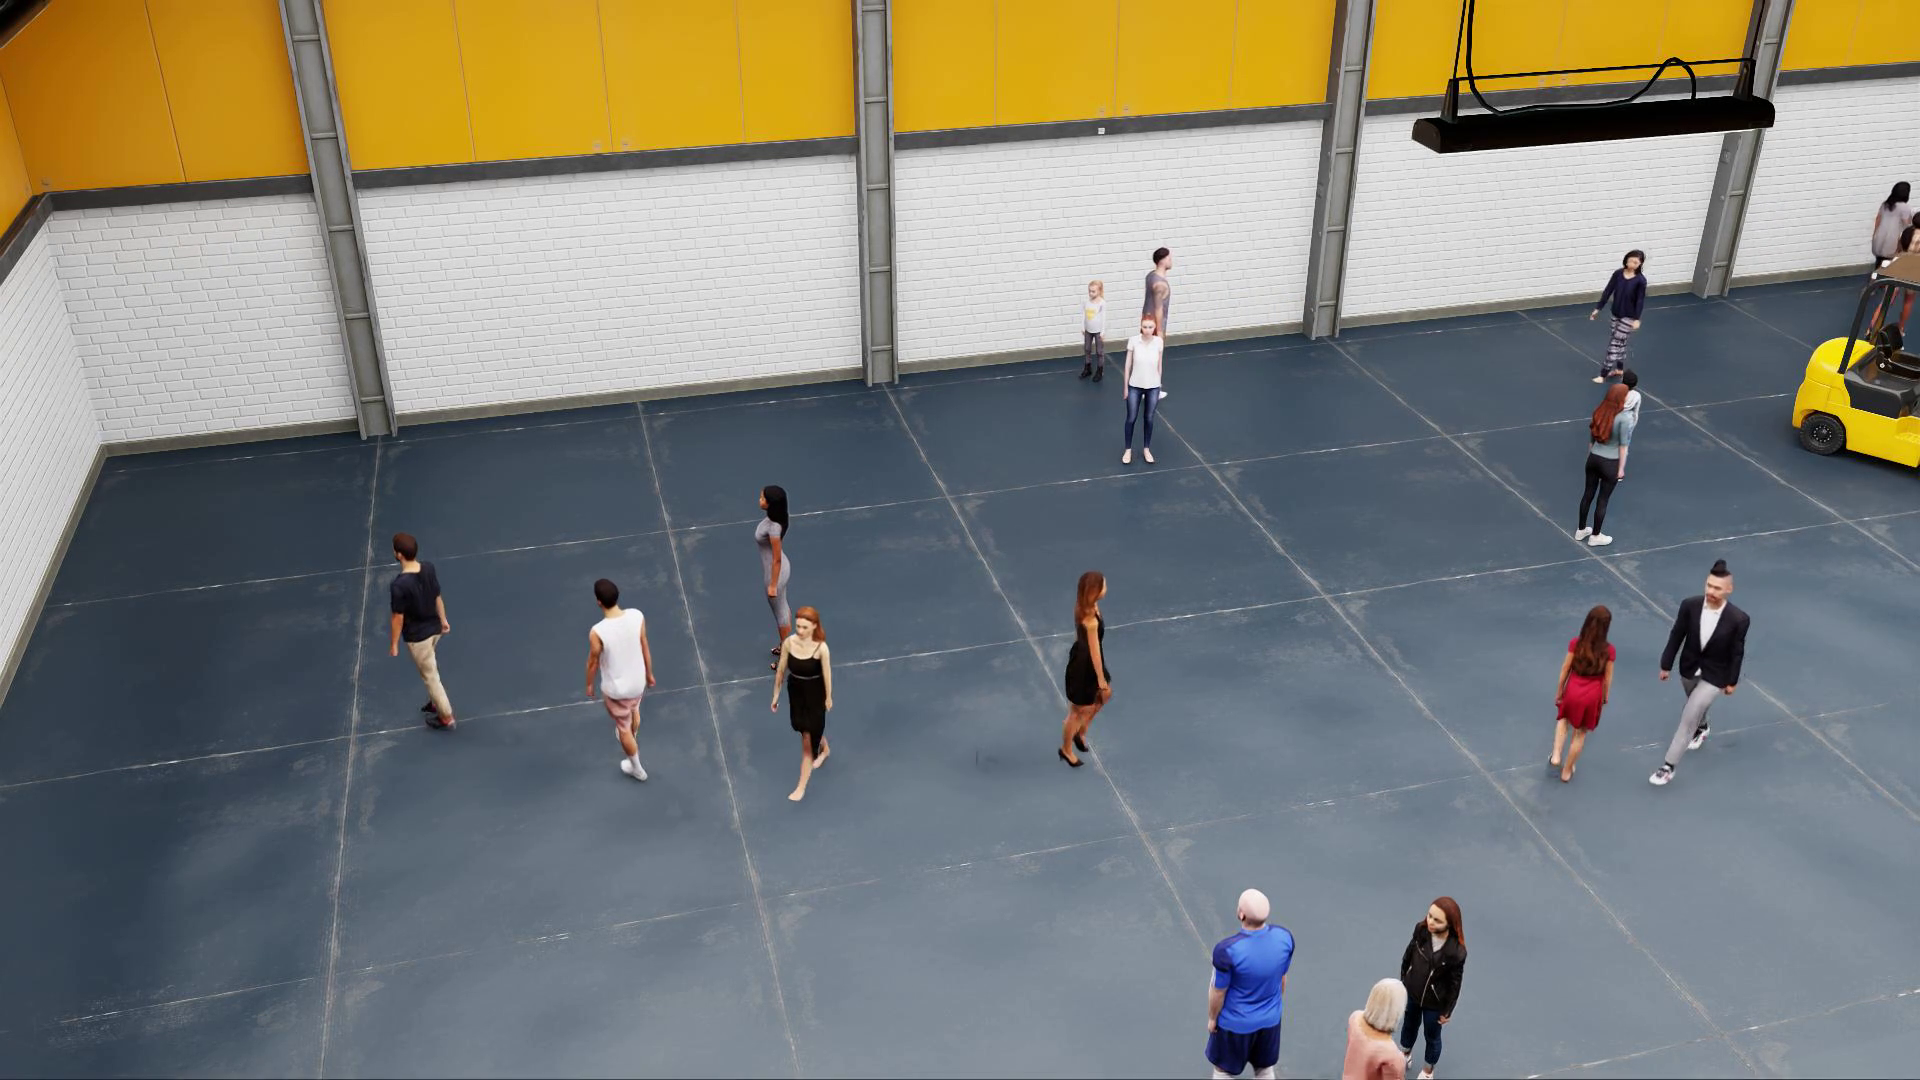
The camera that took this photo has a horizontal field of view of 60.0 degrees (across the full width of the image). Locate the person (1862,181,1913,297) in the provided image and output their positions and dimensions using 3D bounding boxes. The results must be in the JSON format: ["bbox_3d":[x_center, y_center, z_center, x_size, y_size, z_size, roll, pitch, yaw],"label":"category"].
[{"bbox_3d":[12.893,-4.169,23.122,0.925,1.589,0.676,-10,30,-18],"label":"person"}]

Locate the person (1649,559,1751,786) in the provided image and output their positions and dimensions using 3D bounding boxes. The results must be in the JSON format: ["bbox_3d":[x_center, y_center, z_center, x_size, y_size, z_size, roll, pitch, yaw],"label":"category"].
[{"bbox_3d":[6.002,0.997,13.333,1.376,1.895,1.100,-24,37,-37],"label":"person"}]

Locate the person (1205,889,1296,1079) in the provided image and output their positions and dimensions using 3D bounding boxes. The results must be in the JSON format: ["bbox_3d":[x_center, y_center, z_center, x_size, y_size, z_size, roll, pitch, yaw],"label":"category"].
[{"bbox_3d":[1.730,2.851,9.992,0.492,1.839,0.726,-8,30,-15],"label":"person"}]

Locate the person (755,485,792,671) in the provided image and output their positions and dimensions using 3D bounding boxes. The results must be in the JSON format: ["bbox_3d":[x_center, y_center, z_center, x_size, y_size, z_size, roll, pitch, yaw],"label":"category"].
[{"bbox_3d":[-1.612,0.323,14.687,0.594,1.781,0.637,-1,29,-1],"label":"person"}]

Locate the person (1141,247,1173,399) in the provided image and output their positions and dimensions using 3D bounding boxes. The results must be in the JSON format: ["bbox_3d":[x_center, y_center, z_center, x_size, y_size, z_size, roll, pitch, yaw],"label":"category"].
[{"bbox_3d":[2.311,-2.592,19.798,0.589,1.843,0.638,-5,29,-8],"label":"person"}]

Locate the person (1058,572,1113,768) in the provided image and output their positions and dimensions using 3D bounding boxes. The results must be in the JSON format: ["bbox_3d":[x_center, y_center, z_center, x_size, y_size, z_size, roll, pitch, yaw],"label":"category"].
[{"bbox_3d":[0.911,1.061,13.288,0.728,1.825,0.664,1,29,2],"label":"person"}]

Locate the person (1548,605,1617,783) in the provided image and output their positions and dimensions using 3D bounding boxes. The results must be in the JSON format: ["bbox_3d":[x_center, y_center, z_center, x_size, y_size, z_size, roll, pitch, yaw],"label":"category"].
[{"bbox_3d":[4.939,1.260,13.226,0.710,1.536,0.769,14,32,24],"label":"person"}]

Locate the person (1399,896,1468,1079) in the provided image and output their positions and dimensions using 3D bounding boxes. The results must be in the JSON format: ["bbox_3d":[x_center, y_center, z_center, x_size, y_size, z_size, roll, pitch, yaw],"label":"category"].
[{"bbox_3d":[2.933,2.822,10.415,0.633,1.484,0.630,-21,35,-34],"label":"person"}]

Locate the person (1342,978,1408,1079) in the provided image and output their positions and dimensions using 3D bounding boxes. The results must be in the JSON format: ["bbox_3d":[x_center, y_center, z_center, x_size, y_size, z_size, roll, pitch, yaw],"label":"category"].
[{"bbox_3d":[2.253,3.220,9.445,0.679,1.715,0.668,-13,31,-23],"label":"person"}]

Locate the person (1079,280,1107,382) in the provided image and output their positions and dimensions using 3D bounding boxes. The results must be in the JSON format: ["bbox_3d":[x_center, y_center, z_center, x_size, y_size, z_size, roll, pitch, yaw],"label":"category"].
[{"bbox_3d":[1.670,-2.608,20.586,0.567,1.277,0.626,16,33,27],"label":"person"}]

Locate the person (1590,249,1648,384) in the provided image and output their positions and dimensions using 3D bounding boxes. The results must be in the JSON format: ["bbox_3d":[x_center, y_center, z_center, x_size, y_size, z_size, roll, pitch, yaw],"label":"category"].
[{"bbox_3d":[8.214,-2.780,20.456,0.946,1.705,0.760,-12,31,-21],"label":"person"}]

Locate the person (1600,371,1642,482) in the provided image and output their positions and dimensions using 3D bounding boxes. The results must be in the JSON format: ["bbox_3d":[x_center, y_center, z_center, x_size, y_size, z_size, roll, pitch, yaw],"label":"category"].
[{"bbox_3d":[7.181,-1.241,18.100,0.496,1.258,0.585,1,29,2],"label":"person"}]

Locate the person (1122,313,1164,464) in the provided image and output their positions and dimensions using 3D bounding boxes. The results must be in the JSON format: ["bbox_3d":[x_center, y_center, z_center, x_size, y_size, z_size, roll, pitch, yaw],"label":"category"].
[{"bbox_3d":[2.029,-1.692,18.424,0.537,1.739,0.676,0,29,-1],"label":"person"}]

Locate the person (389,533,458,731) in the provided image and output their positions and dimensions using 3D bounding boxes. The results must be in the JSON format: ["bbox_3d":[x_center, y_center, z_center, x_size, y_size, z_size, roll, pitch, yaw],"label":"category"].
[{"bbox_3d":[-4.369,0.793,13.758,0.842,1.845,0.806,10,30,18],"label":"person"}]

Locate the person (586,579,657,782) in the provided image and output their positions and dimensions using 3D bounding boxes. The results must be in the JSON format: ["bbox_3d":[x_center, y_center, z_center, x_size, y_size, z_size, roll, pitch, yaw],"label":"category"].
[{"bbox_3d":[-2.639,1.153,13.181,0.939,1.766,0.942,-21,35,-34],"label":"person"}]

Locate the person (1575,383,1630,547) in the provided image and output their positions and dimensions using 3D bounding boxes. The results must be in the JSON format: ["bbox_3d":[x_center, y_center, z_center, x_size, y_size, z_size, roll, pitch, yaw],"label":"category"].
[{"bbox_3d":[6.473,-0.765,16.720,0.629,1.743,0.635,-16,33,-27],"label":"person"}]

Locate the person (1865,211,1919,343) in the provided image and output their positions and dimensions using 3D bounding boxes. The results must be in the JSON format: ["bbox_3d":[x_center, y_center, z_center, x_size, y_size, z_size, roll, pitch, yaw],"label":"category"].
[{"bbox_3d":[12.109,-3.347,21.432,1.120,1.764,0.764,-15,32,-26],"label":"person"}]

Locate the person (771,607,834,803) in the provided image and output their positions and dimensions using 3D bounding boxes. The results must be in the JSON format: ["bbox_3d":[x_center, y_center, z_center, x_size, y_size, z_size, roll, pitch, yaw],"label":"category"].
[{"bbox_3d":[-1.178,1.210,13.266,1.056,1.585,1.048,12,31,21],"label":"person"}]
